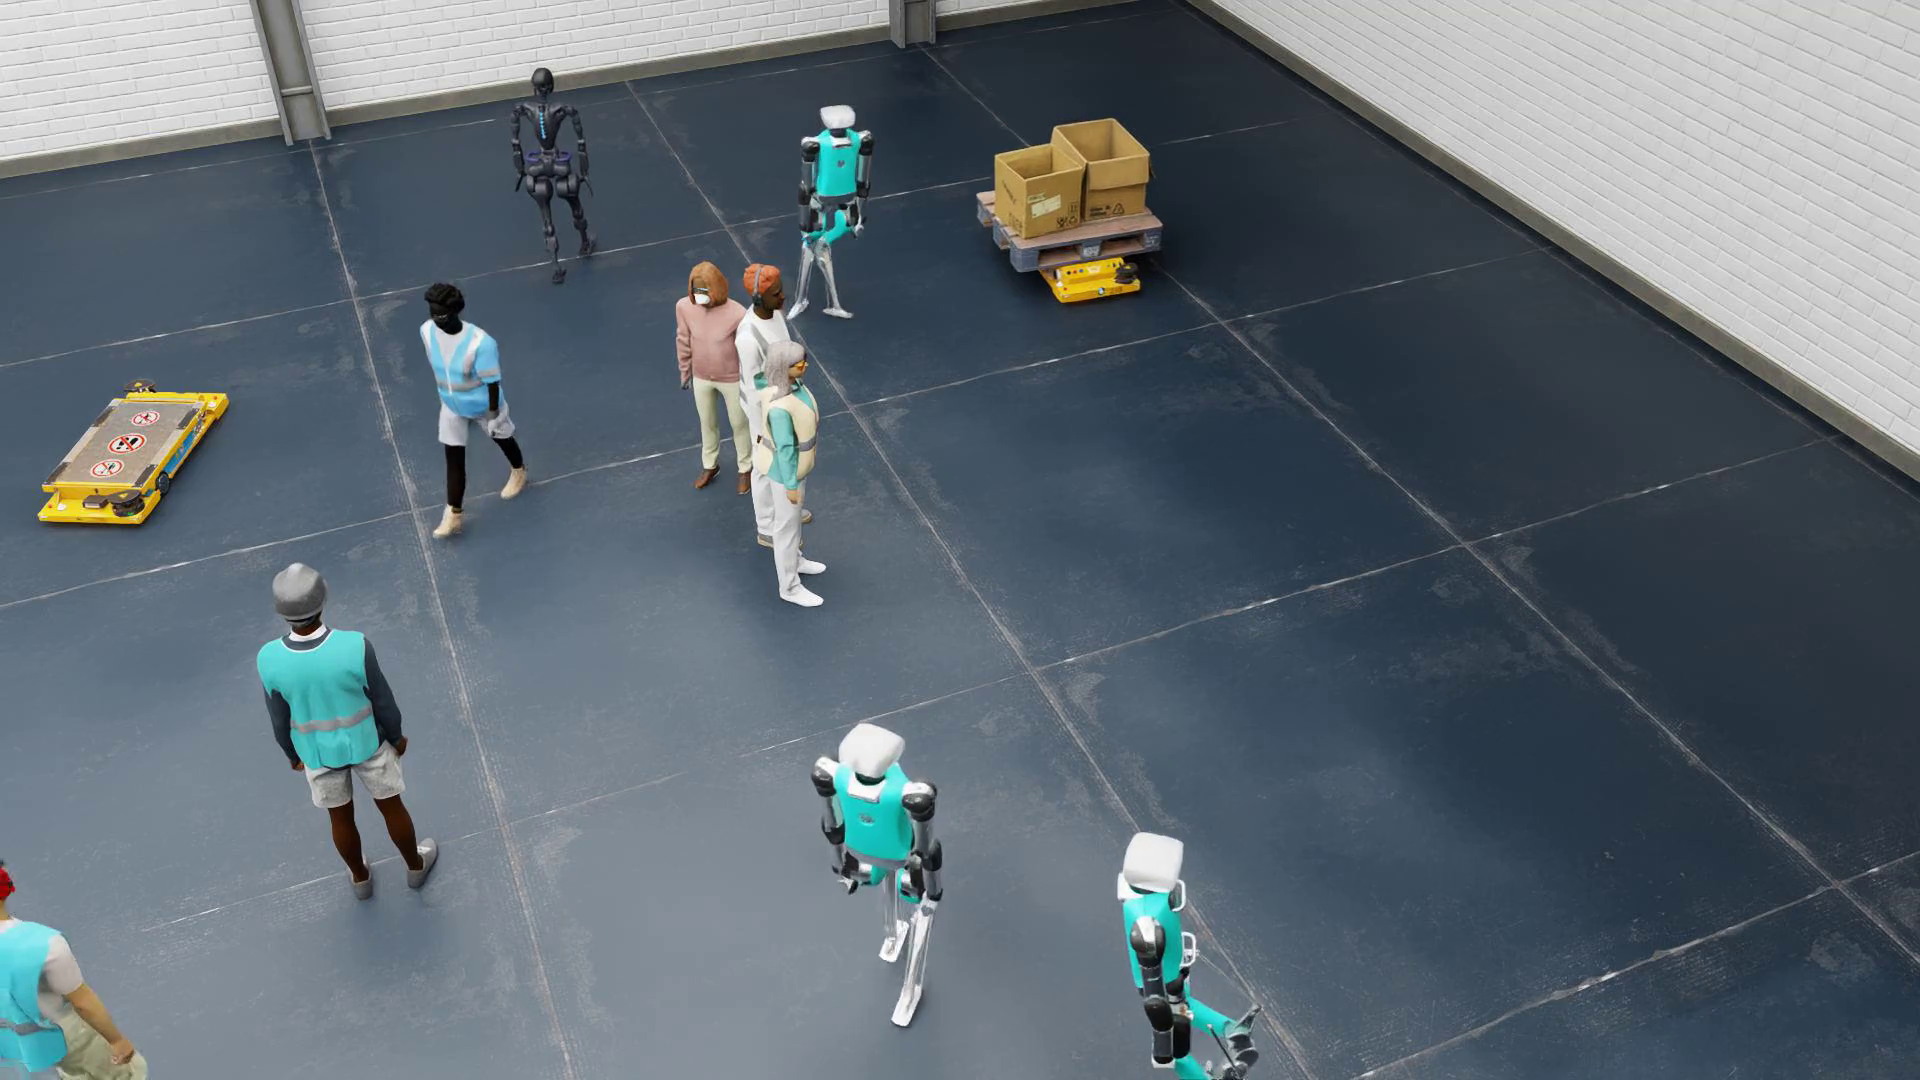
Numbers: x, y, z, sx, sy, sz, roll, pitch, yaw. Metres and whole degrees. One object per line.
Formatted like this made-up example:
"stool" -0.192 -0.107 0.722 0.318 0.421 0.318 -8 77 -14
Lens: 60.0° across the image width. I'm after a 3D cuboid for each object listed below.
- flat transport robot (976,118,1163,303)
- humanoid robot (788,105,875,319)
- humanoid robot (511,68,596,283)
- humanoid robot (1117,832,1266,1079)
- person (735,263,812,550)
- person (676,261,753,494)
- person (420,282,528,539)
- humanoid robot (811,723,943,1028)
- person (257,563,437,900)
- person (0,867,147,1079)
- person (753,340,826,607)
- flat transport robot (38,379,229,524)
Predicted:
"flat transport robot" 0.871 -2.349 13.331 0.659 0.231 1.431 -12 39 -15
"humanoid robot" -1.007 -2.425 12.219 0.633 1.768 0.821 -14 40 -17
"humanoid robot" -3.159 -2.868 12.867 0.611 1.637 0.688 -2 38 -3
"humanoid robot" 0.970 1.910 6.661 0.762 1.864 0.532 4 38 5
"person" -1.130 -0.802 9.994 0.355 1.882 0.573 5 38 7
"person" -1.525 -1.018 10.477 0.506 1.631 0.265 8 38 11
"person" -3.030 -0.823 10.204 0.549 1.643 0.860 12 39 15
"humanoid robot" -0.247 1.332 7.338 0.530 1.760 0.822 13 39 16
"person" -2.856 0.930 7.692 0.553 1.941 0.430 -7 38 -9
"person" -3.558 1.931 6.484 0.597 1.819 0.522 8 38 11
"person" -0.989 -0.399 9.609 0.370 1.709 0.463 1 38 2
"flat transport robot" -5.475 -0.598 11.052 0.659 0.231 1.431 2 38 2
